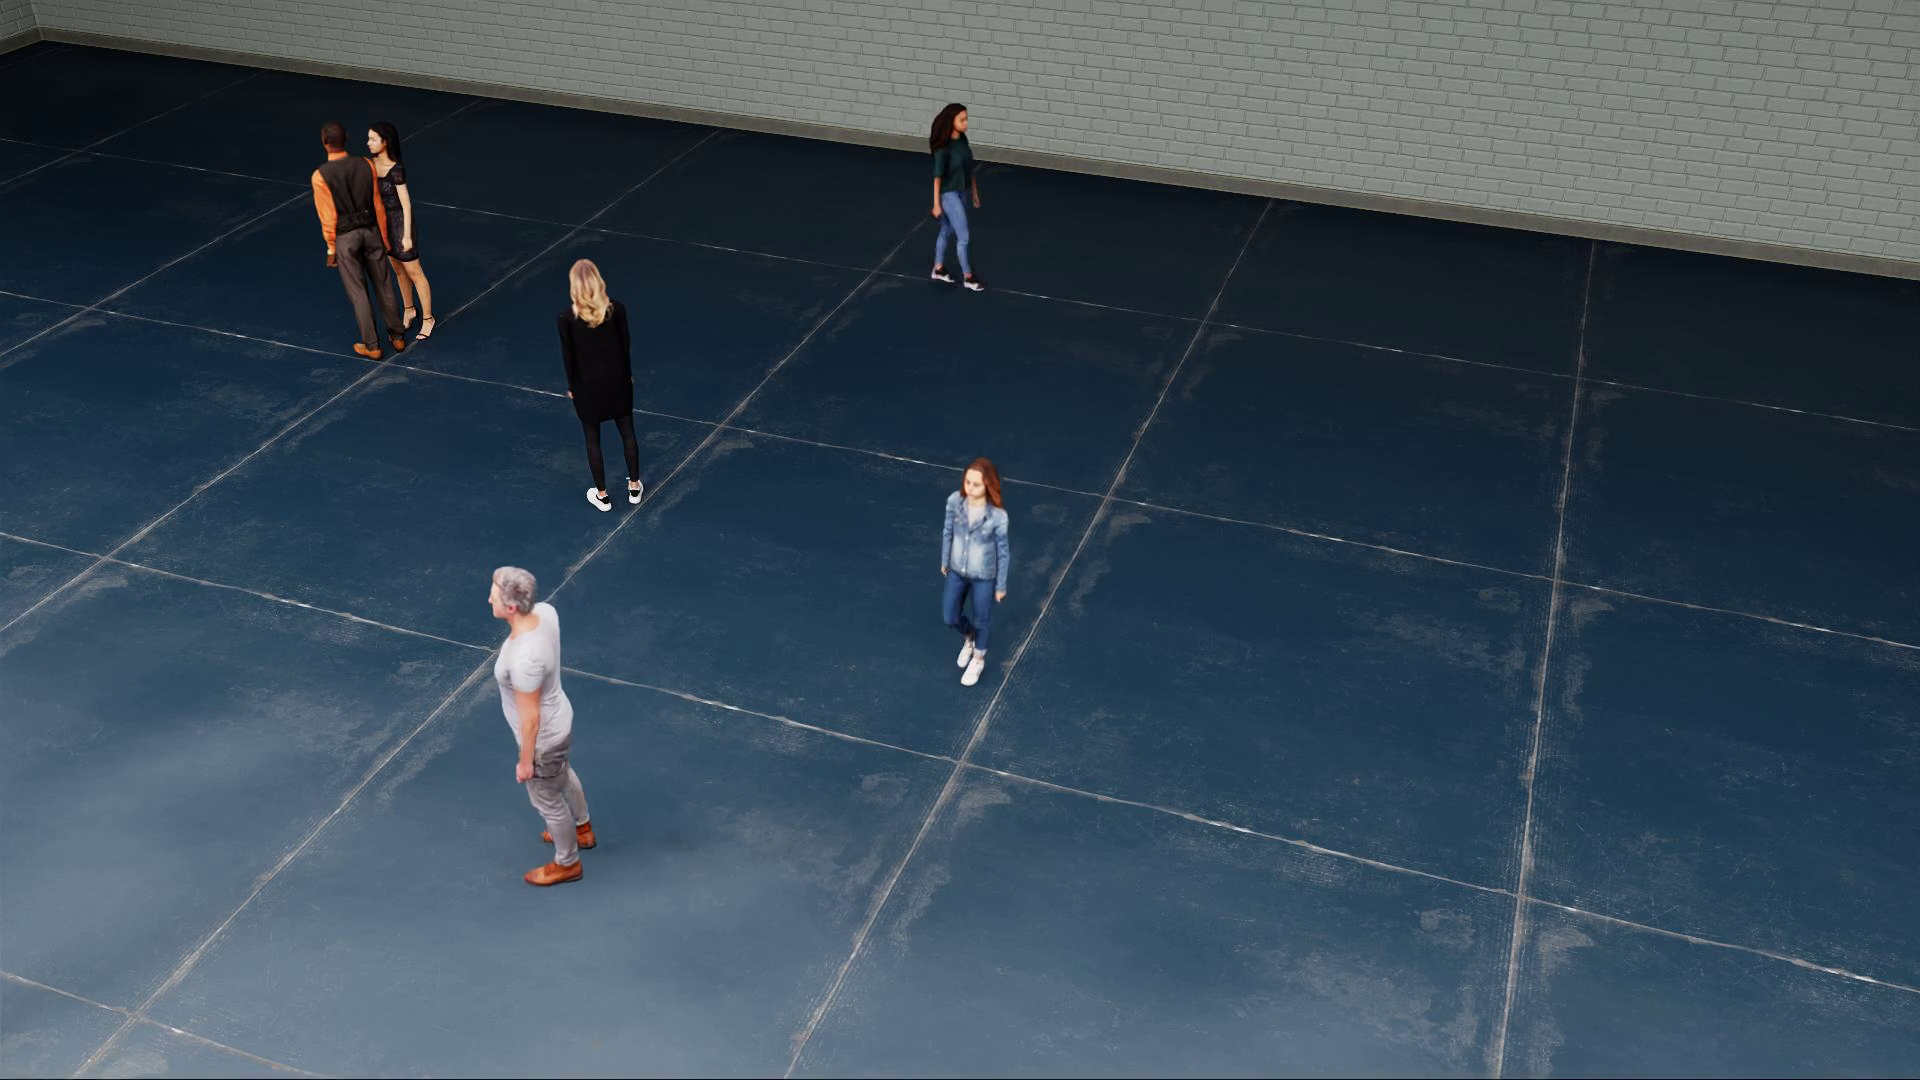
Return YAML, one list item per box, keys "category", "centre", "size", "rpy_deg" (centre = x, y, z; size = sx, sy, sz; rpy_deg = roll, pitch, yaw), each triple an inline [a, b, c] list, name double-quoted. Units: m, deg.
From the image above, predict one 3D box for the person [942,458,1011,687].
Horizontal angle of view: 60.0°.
- category: "person"
  centre: [0.113, 0.149, 9.556]
  size: [0.613, 1.470, 0.584]
  rpy_deg: [15, 36, 22]

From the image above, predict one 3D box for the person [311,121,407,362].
- category: "person"
  centre: [-4.689, -2.331, 12.967]
  size: [0.720, 1.907, 0.847]
  rpy_deg: [-26, 41, -34]

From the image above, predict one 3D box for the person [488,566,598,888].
- category: "person"
  centre: [-1.996, 0.907, 8.061]
  size: [0.838, 1.828, 0.673]
  rpy_deg: [-2, 33, -3]

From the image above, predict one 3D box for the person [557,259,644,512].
- category: "person"
  centre: [-2.382, -1.023, 11.053]
  size: [0.680, 1.802, 0.739]
  rpy_deg: [-14, 36, -20]

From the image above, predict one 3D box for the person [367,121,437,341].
- category: "person"
  centre: [-4.480, -2.471, 13.288]
  size: [0.647, 1.792, 0.608]
  rpy_deg: [25, 41, 33]

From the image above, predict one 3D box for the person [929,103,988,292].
- category: "person"
  centre: [-0.128, -2.949, 14.202]
  size: [0.762, 1.598, 0.827]
  rpy_deg: [18, 37, 26]
